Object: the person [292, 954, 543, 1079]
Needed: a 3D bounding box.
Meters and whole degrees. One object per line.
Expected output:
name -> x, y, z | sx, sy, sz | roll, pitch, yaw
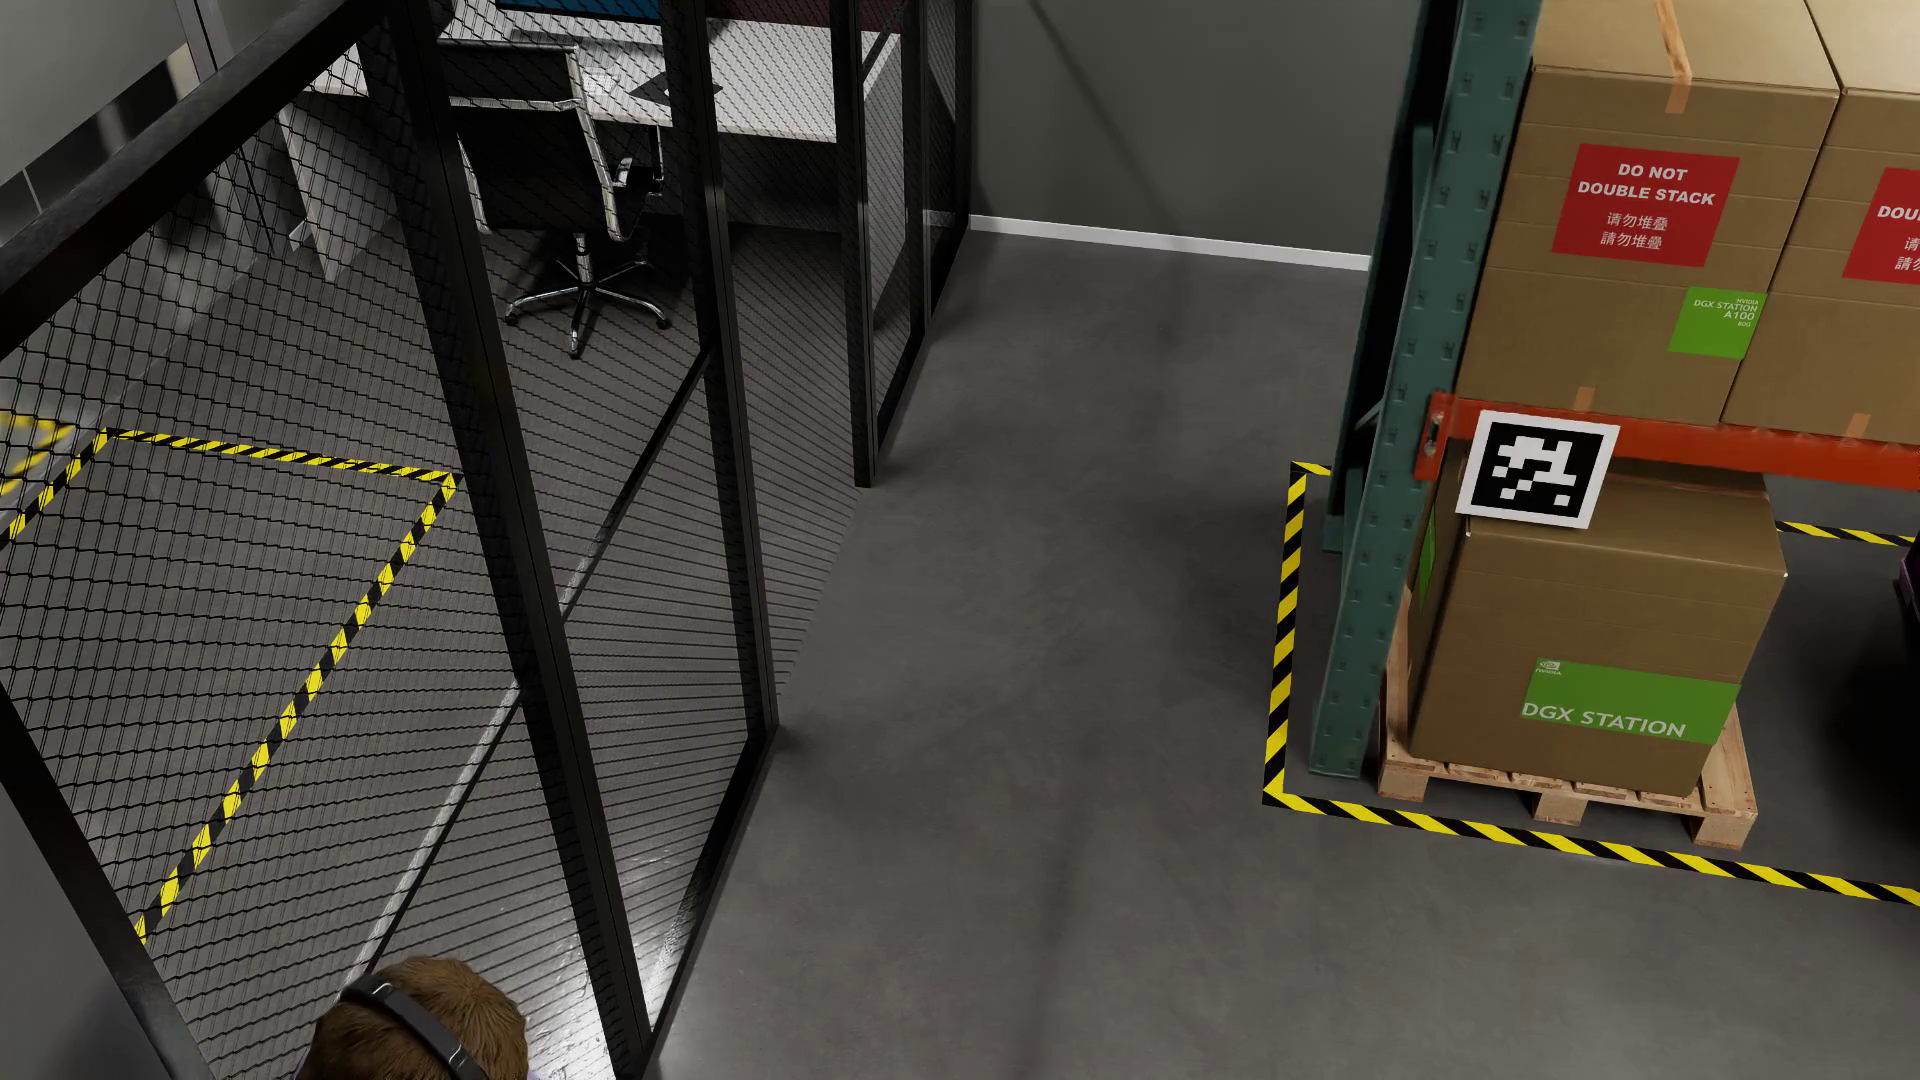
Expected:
person -> -0.519, 1.154, 2.169 | 0.628, 1.940, 0.373 | 19, 44, 21
